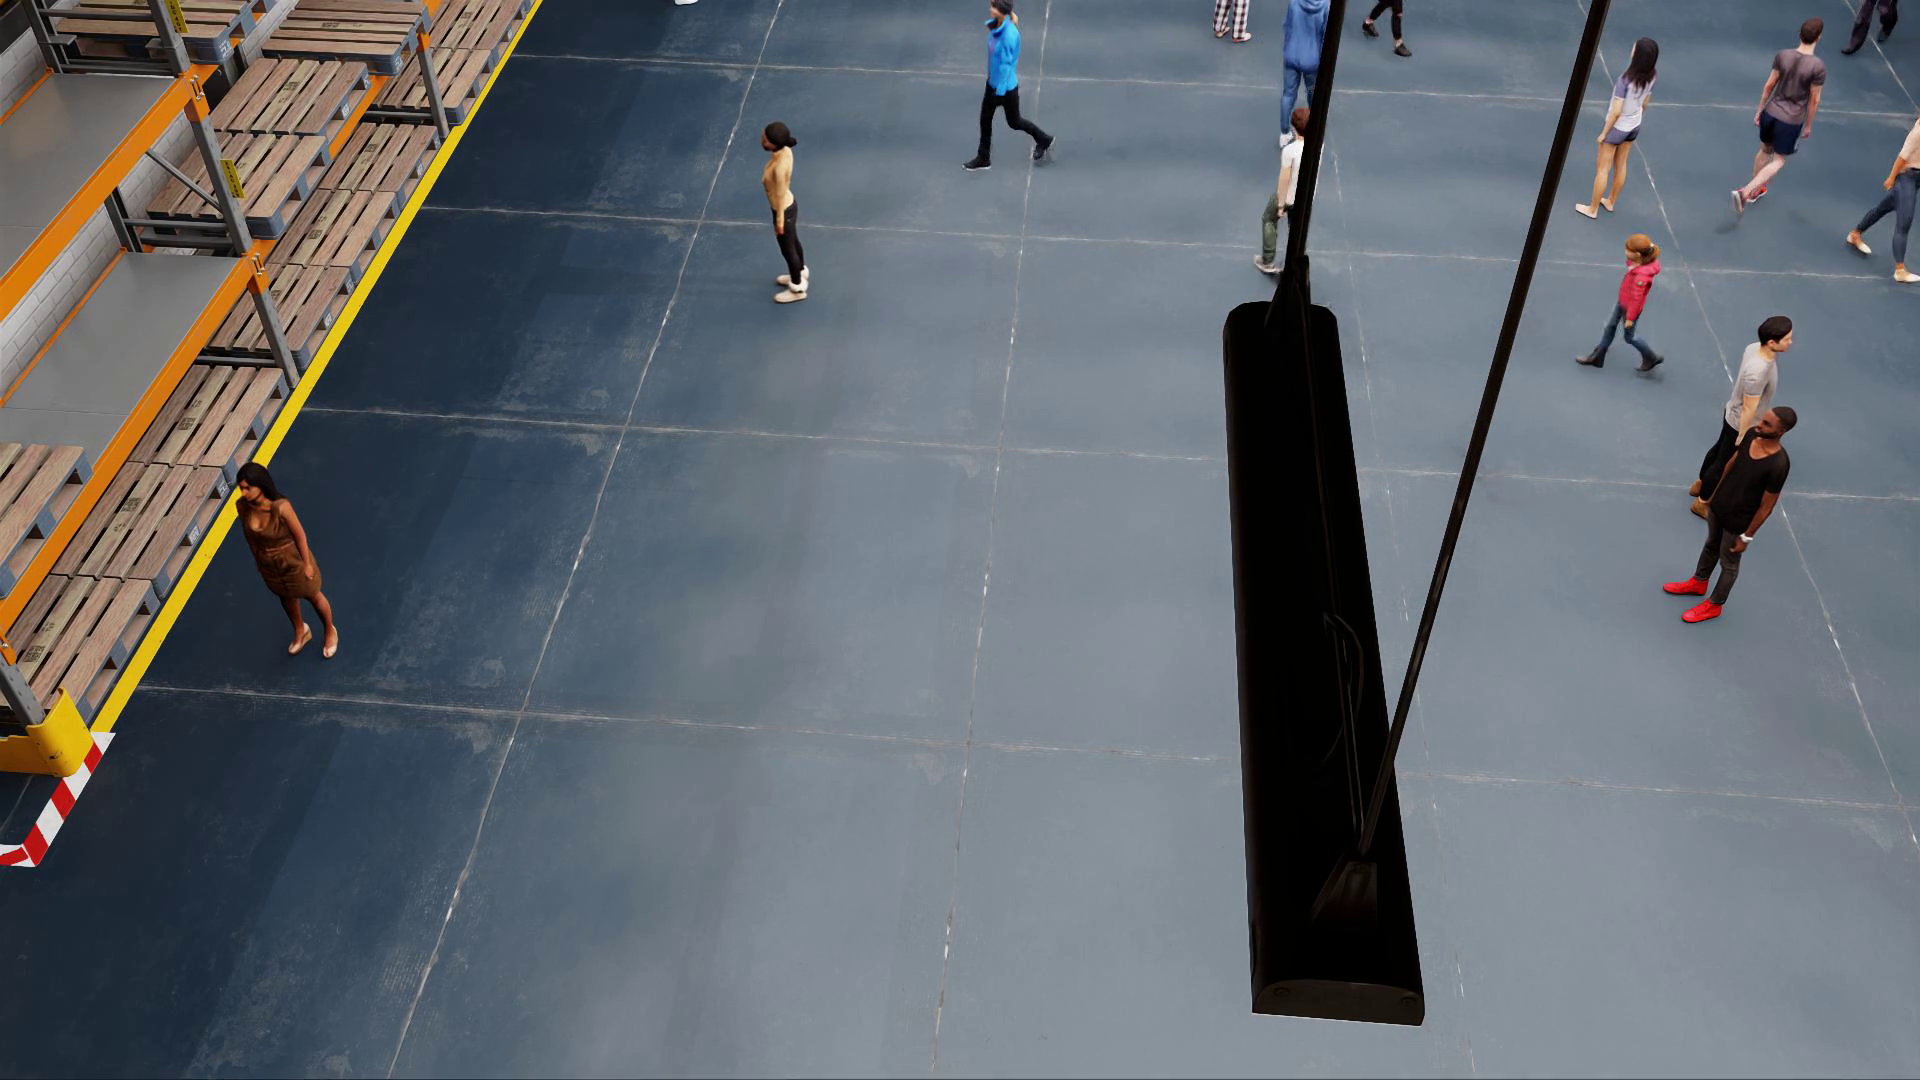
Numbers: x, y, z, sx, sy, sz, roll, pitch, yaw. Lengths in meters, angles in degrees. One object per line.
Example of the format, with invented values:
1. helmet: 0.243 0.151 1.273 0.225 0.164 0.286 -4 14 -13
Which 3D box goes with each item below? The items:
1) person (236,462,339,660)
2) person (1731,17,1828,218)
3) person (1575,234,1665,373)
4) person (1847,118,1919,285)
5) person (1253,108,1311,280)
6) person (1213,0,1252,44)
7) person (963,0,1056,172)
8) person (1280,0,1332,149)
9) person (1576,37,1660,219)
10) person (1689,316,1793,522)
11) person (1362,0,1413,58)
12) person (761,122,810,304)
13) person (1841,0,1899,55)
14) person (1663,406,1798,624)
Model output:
1. person: -4.449 0.138 10.969 0.573 1.689 0.533 8 44 8
2. person: 7.361 -3.759 14.957 1.085 1.831 1.041 -29 51 -27
3. person: 5.456 -1.860 13.360 0.623 1.284 0.817 5 44 6
4. person: 8.169 -3.176 14.409 0.978 1.741 1.190 -18 47 -18
5. person: 2.885 -2.881 14.176 0.752 1.637 0.858 -16 46 -16
6. person: 2.924 -6.146 17.450 0.712 1.847 0.745 32 52 29
7. person: 0.491 -4.230 15.500 0.986 1.763 1.161 -14 45 -14
8. person: 3.256 -4.591 15.872 0.926 1.773 1.175 18 46 18
9. person: 5.956 -3.711 14.976 0.661 1.734 0.681 -21 47 -20
10. person: 5.657 -0.901 12.034 0.724 1.724 0.567 16 46 16
11. person: 4.530 -5.882 17.470 0.993 1.437 1.067 -27 50 -26
12. person: -1.478 -2.787 14.062 0.646 1.657 0.488 1 44 1
13. person: 9.697 -5.960 17.265 1.028 1.833 0.968 -30 51 -28
14. person: 5.258 -0.193 11.232 0.747 1.805 0.545 -5 44 -5
